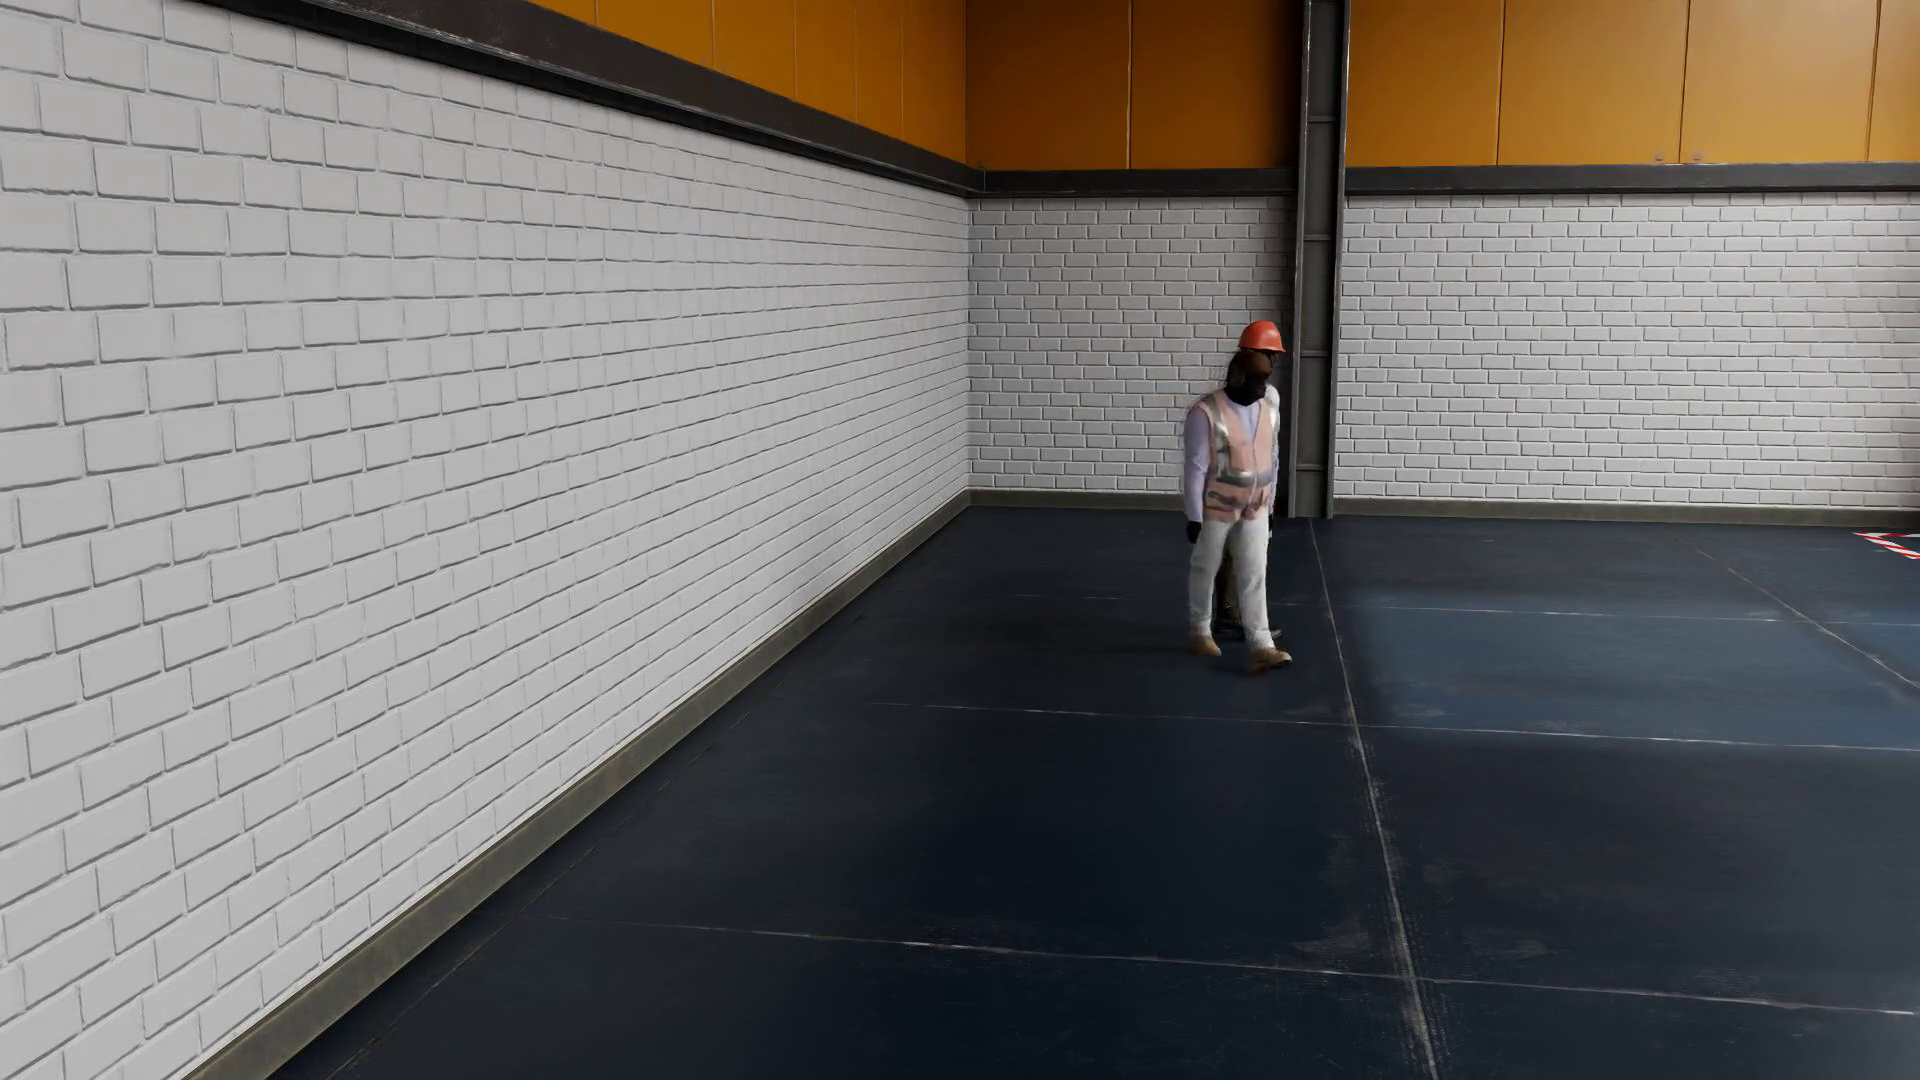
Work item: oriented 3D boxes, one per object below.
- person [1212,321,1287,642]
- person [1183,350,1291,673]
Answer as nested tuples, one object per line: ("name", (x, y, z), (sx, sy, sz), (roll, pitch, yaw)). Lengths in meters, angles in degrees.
("person", (1.761, -0.349, 10.013), (0.383, 1.929, 0.539), (-4, 10, -24))
("person", (1.542, -0.161, 9.293), (0.660, 1.784, 0.935), (-4, 10, -23))
